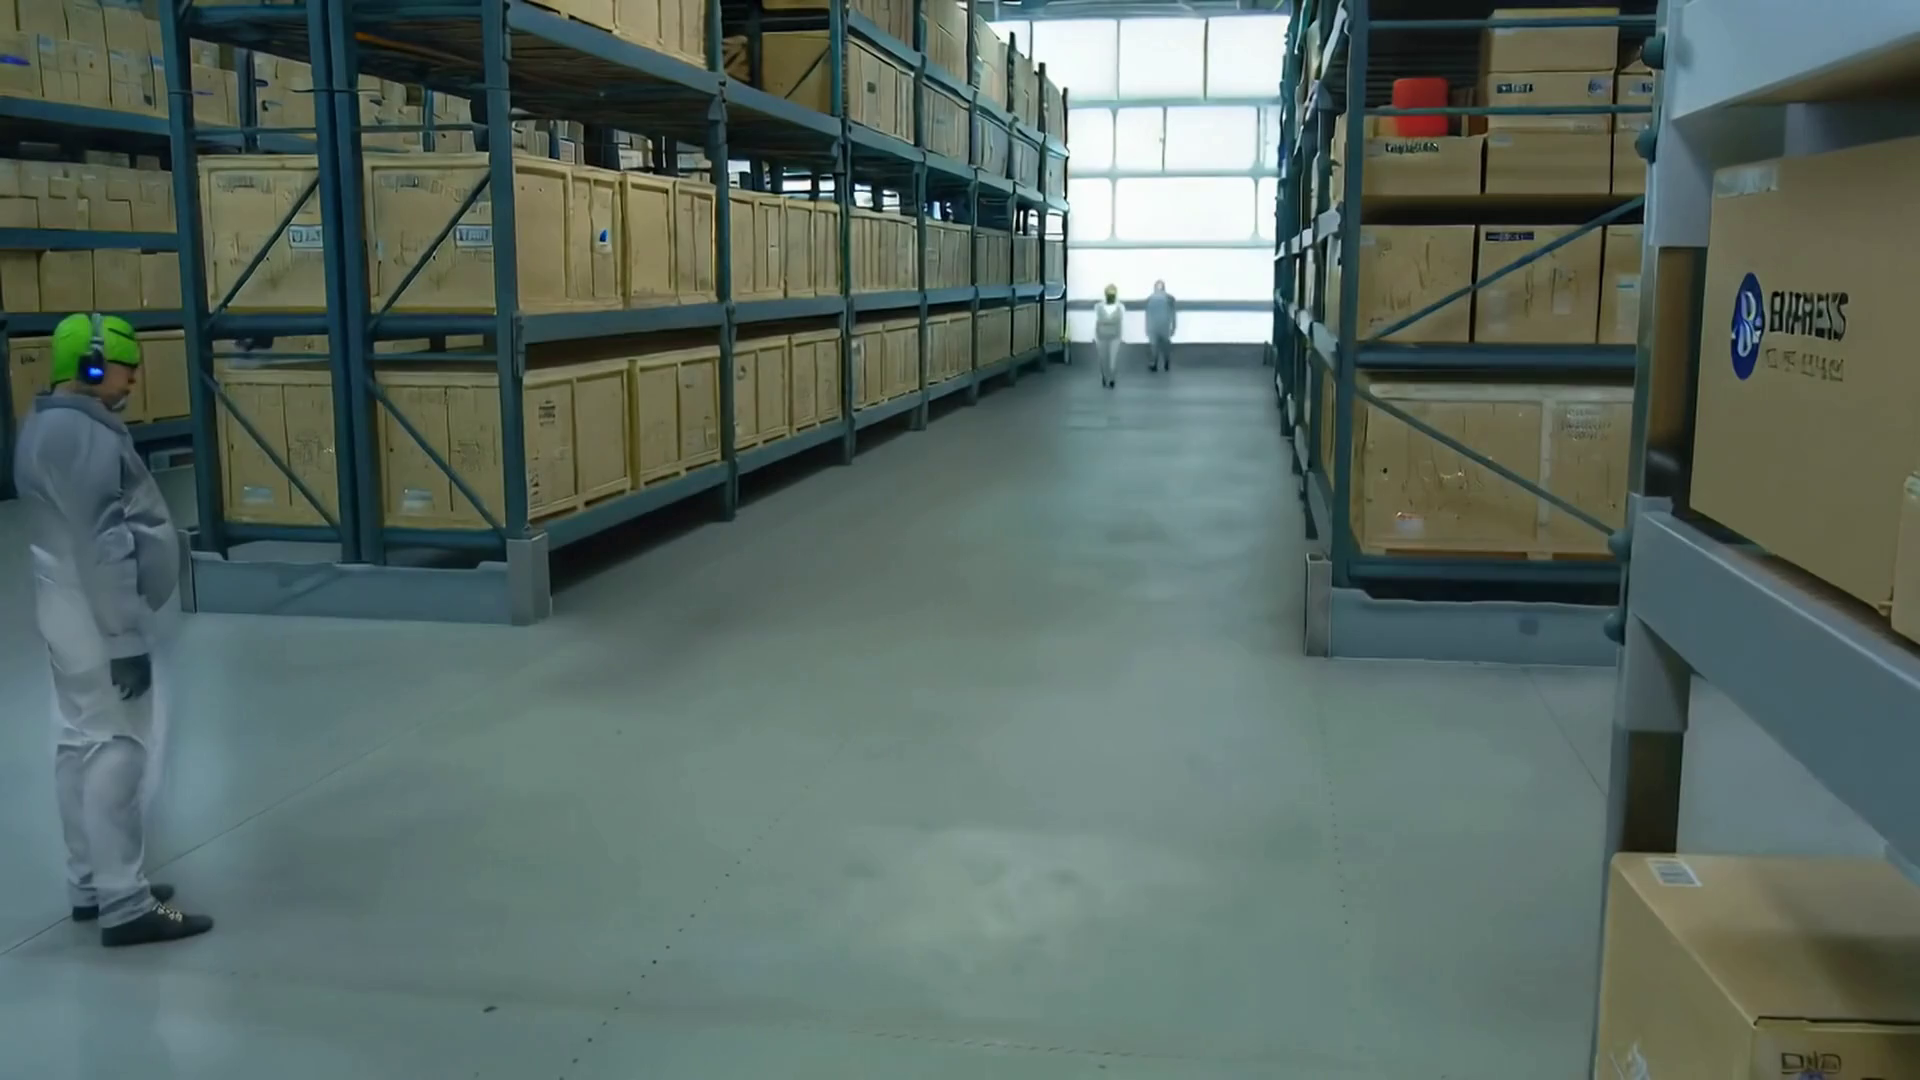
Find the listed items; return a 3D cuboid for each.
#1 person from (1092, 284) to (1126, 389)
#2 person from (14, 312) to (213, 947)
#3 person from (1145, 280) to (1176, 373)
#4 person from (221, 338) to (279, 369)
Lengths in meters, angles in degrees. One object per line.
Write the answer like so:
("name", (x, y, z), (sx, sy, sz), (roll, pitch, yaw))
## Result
("person", (2.605, -3.555, 29.055), (0.596, 1.812, 0.762), (2, 9, 10))
("person", (-2.577, 0.269, 5.048), (0.409, 1.903, 0.639), (-8, 12, -39))
("person", (4.065, -4.333, 33.684), (0.649, 1.873, 0.897), (3, 10, 19))
("person", (-6.532, -1.252, 15.349), (0.513, 1.619, 0.346), (-2, 9, -11))
